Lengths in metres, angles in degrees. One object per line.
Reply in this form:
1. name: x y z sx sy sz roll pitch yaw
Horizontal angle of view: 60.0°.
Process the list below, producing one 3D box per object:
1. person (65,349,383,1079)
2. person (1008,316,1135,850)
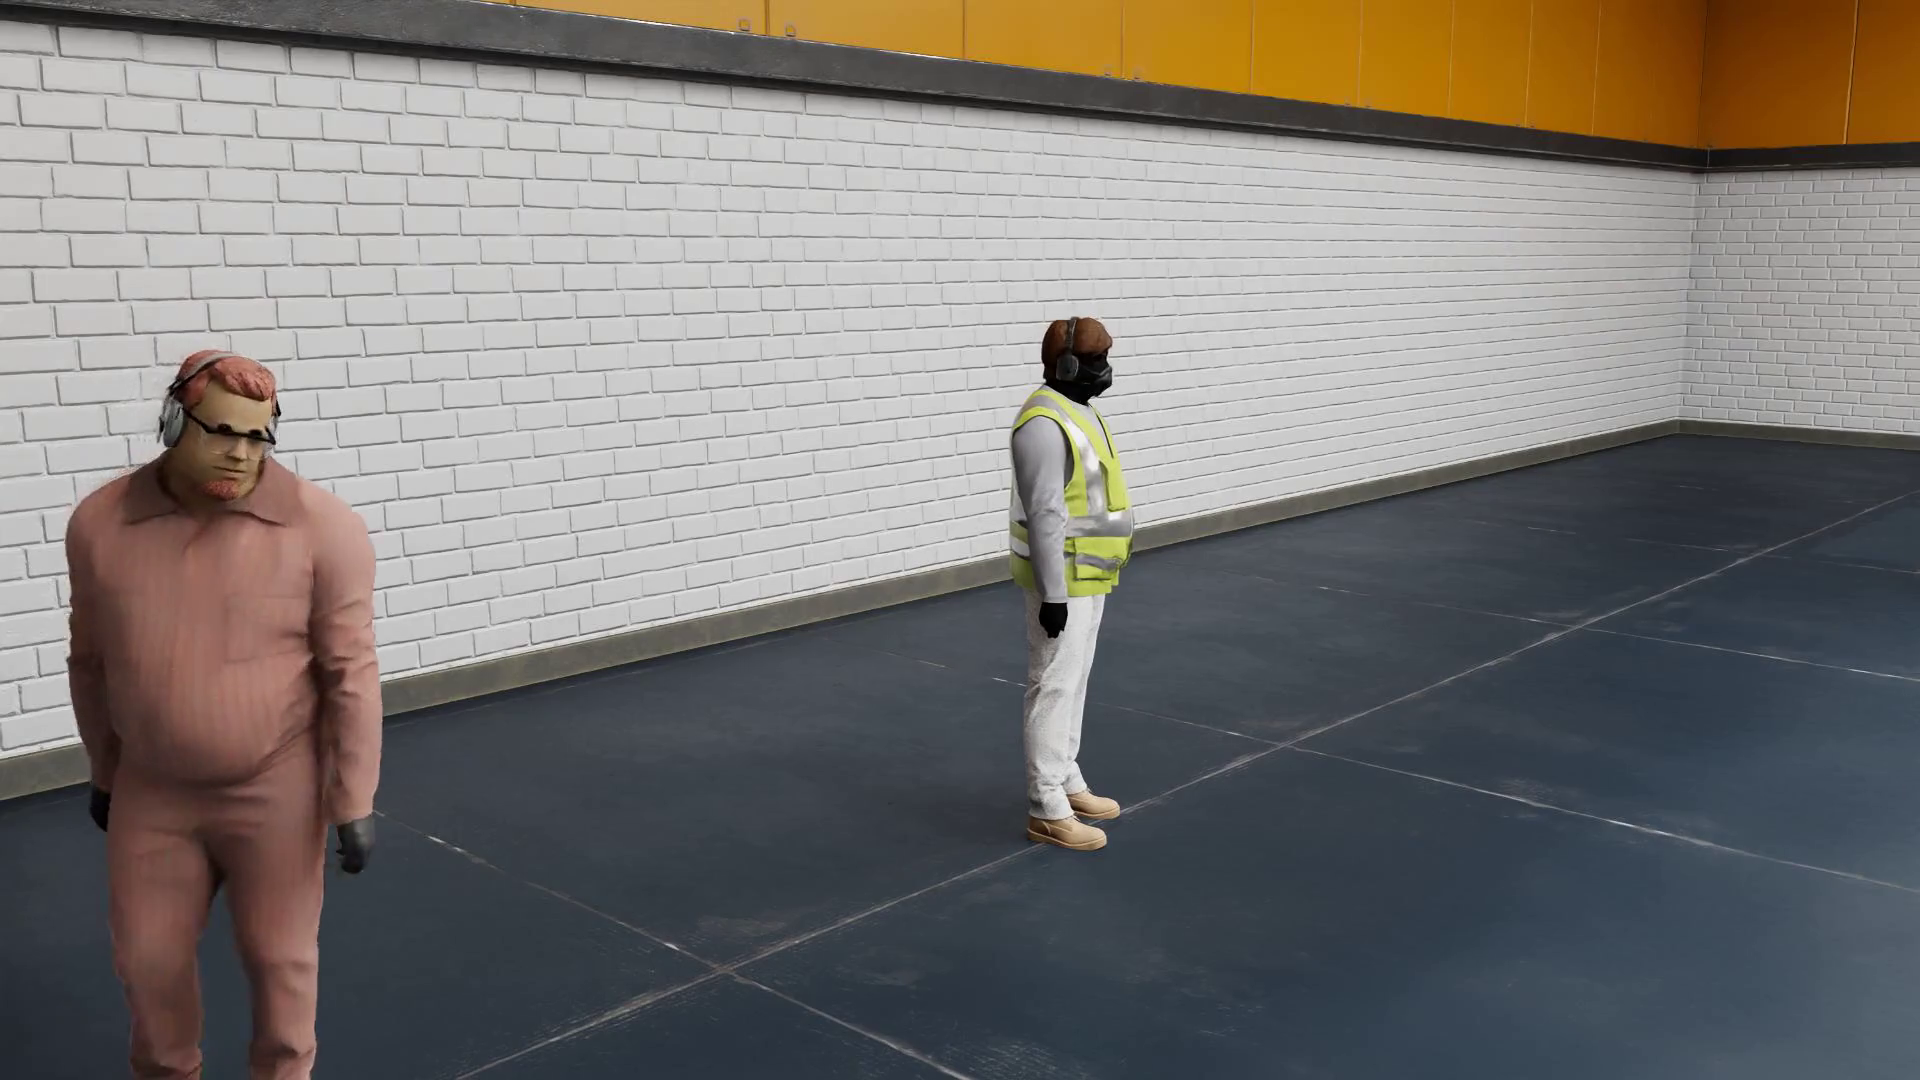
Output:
1. person: -1.577 0.520 3.609 0.673 1.870 0.467 -1 10 -6
2. person: 0.392 0.142 5.843 0.429 1.842 0.629 3 10 15
